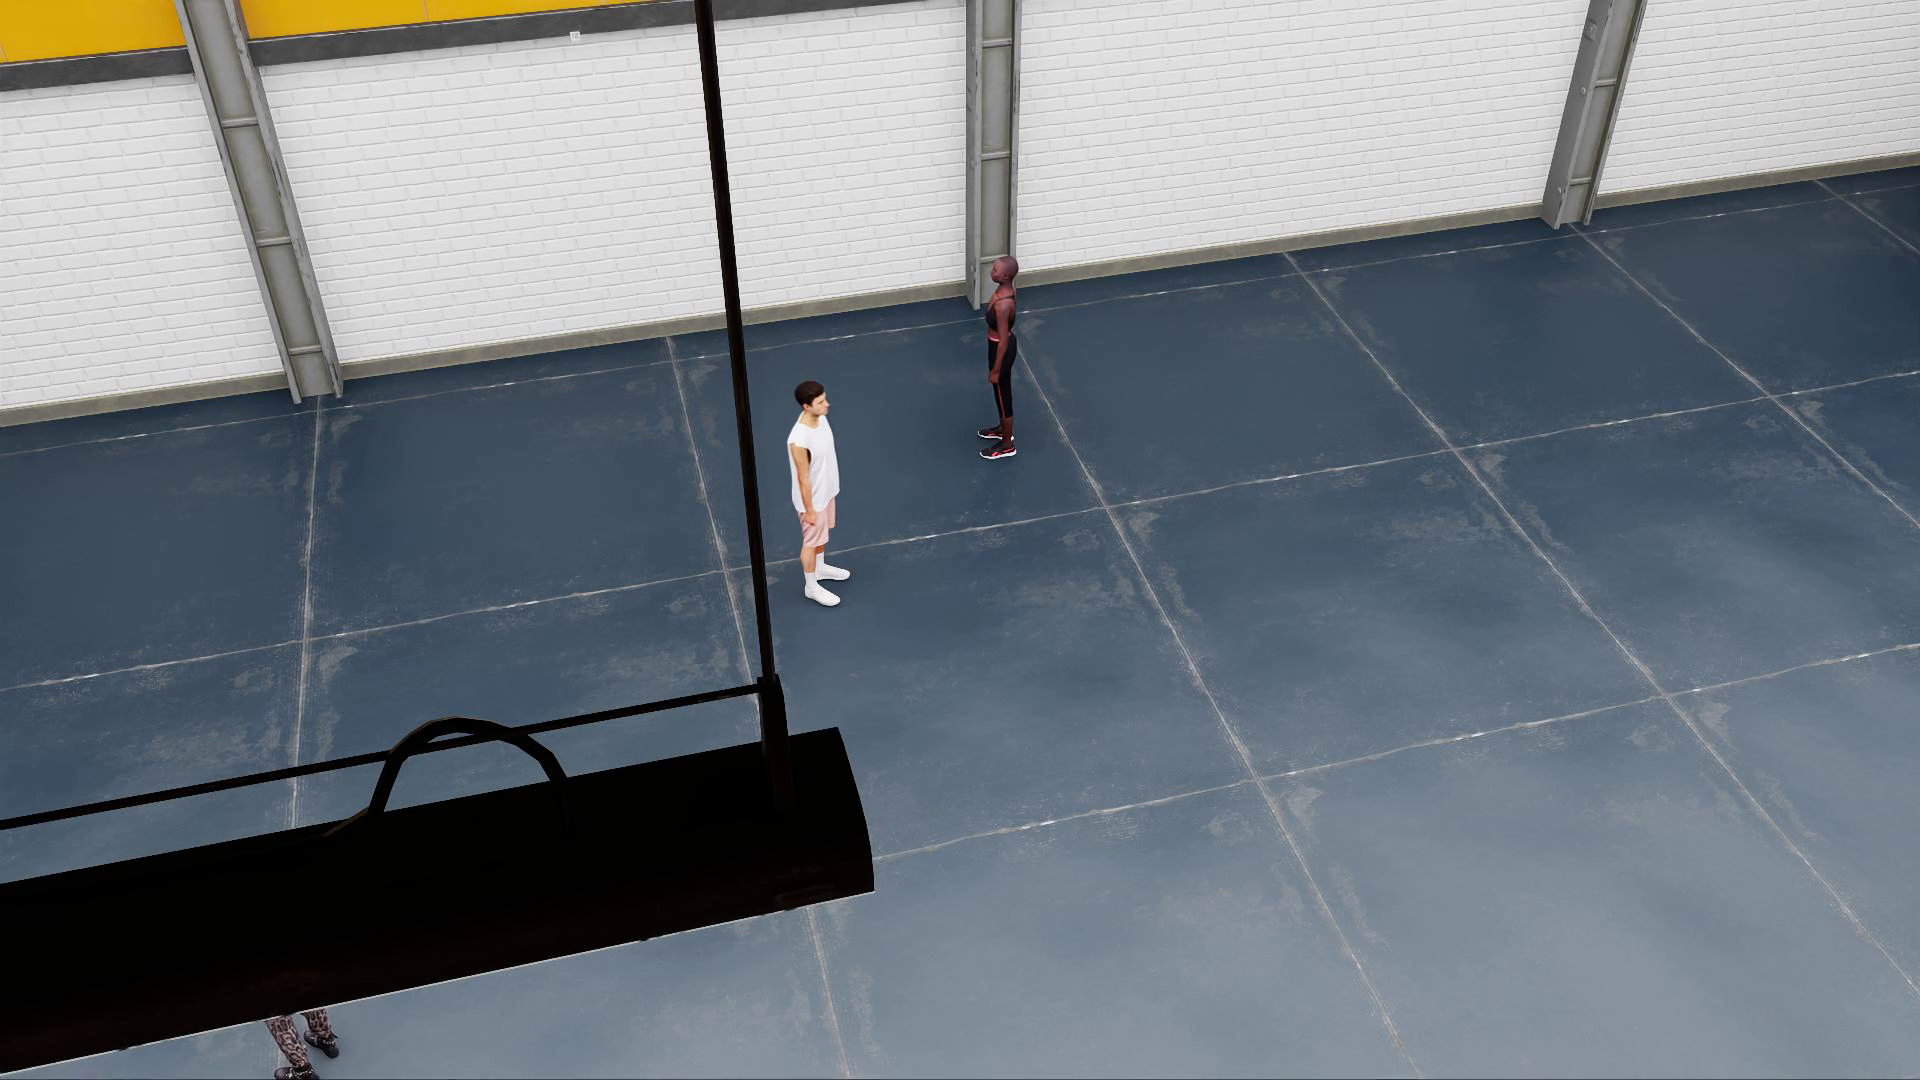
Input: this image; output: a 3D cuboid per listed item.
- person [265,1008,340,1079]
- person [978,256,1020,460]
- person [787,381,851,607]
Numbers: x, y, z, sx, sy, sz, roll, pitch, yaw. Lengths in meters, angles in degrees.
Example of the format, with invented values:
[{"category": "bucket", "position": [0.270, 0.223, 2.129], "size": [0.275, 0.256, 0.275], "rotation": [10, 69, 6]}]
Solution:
[{"category": "person", "position": [-3.545, 2.205, 8.555], "size": [0.729, 1.713, 0.683], "rotation": [14, 41, 17]}, {"category": "person", "position": [0.342, -1.456, 13.104], "size": [0.604, 1.758, 0.629], "rotation": [0, 39, 0]}, {"category": "person", "position": [-1.029, -0.356, 11.701], "size": [0.725, 1.789, 0.724], "rotation": [8, 39, 10]}]
